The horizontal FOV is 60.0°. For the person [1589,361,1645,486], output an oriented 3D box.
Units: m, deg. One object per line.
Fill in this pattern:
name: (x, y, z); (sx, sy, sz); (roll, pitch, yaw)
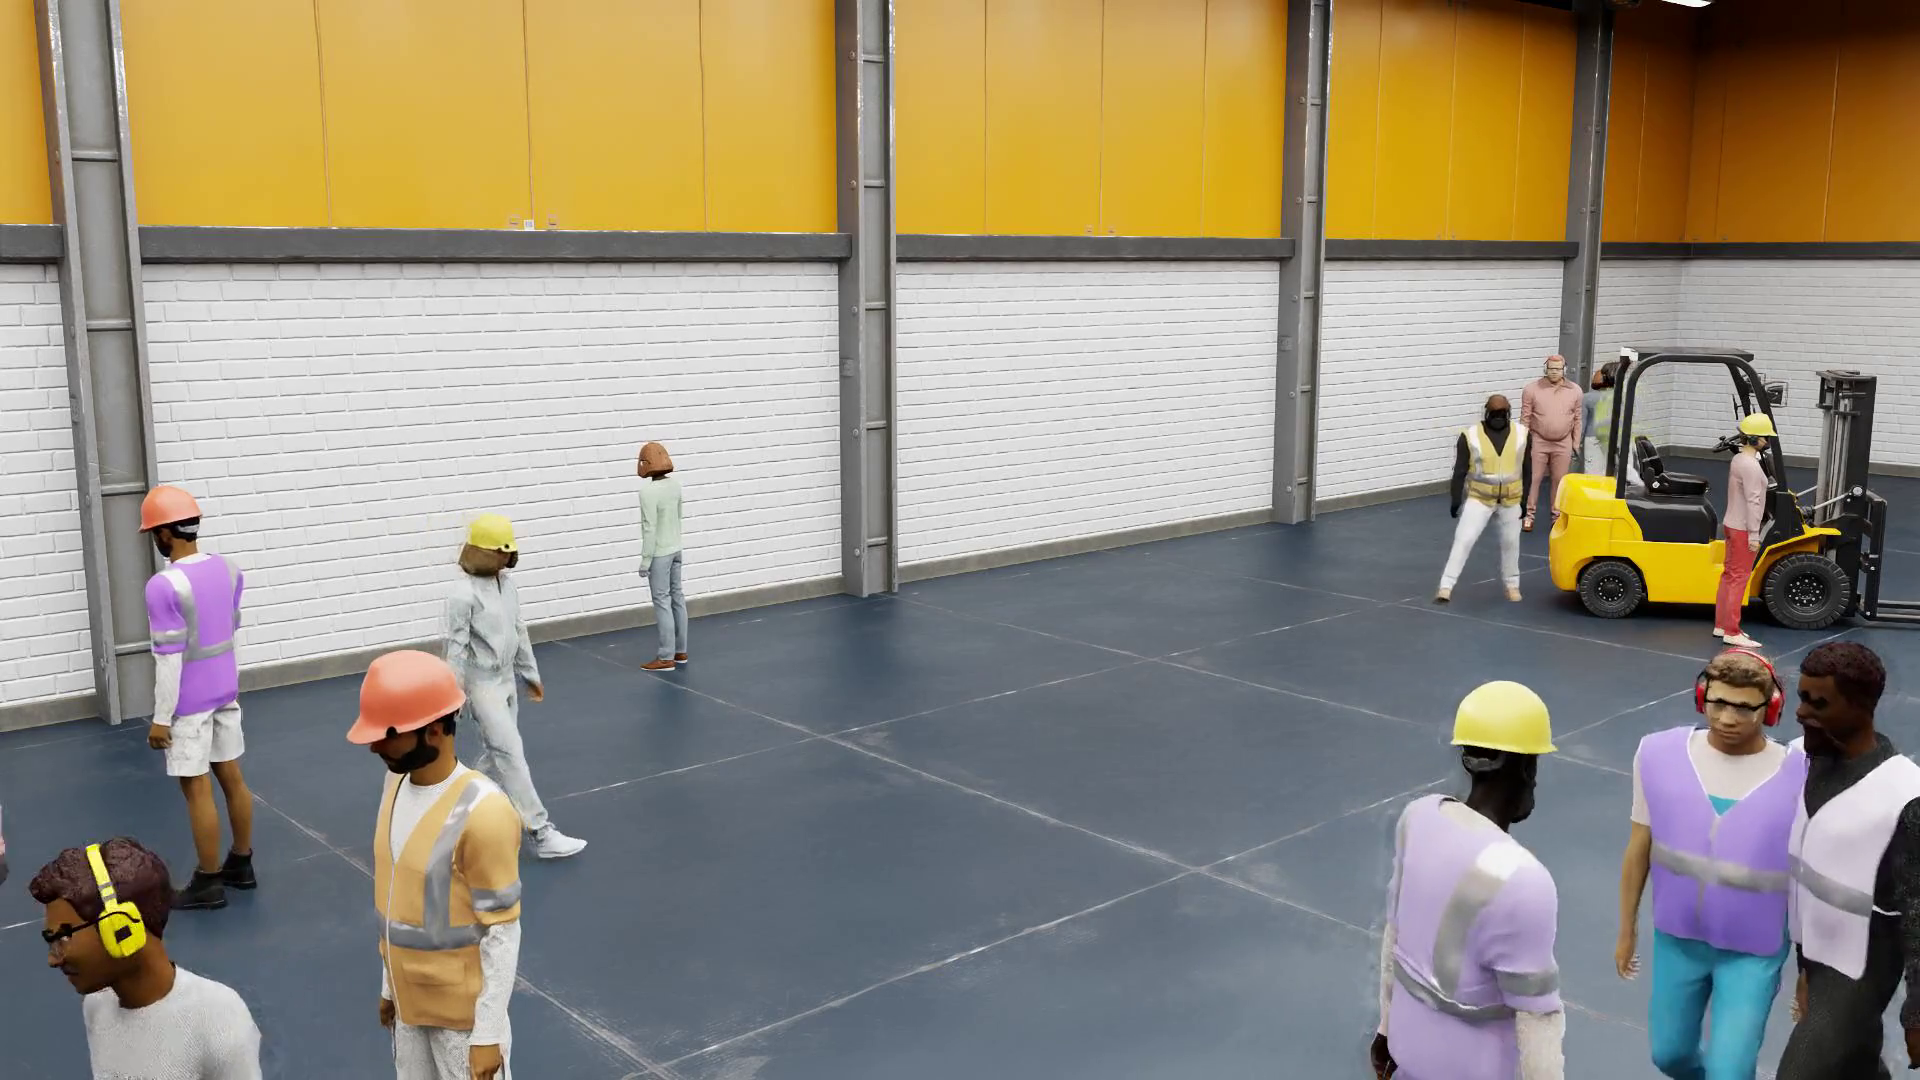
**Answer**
person: (7.370, -1.106, 18.591); (0.942, 1.783, 0.653); (0, 10, -1)

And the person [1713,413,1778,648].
person: (5.965, -0.079, 12.605); (0.320, 1.767, 0.534); (2, 10, 11)

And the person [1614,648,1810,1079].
person: (2.304, 1.195, 5.021); (0.572, 1.821, 0.748); (8, 12, 38)

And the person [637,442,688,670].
person: (-2.133, 0.117, 11.850); (0.285, 1.631, 0.501); (3, 10, 19)

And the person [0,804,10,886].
person: (-3.567, 1.072, 5.564); (0.557, 1.869, 0.663); (2, 10, 9)

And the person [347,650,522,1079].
person: (-1.406, 1.230, 4.467); (0.542, 1.928, 0.374); (8, 13, 40)

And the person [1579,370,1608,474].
person: (7.496, -1.189, 19.488); (0.498, 1.633, 0.279); (3, 10, 17)

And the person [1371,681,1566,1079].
person: (1.222, 1.294, 4.163); (0.519, 1.906, 0.583); (0, 10, 0)

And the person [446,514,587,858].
person: (-2.175, 0.720, 8.088); (0.727, 1.698, 0.519); (2, 10, 12)

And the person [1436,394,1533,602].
person: (4.459, -0.351, 14.135); (0.777, 1.805, 0.517); (1, 10, 7)

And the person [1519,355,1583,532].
person: (6.289, -1.020, 17.711); (0.650, 1.904, 0.401); (1, 10, 8)

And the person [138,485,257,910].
person: (-3.482, 0.713, 7.522); (0.400, 1.933, 0.551); (2, 10, 13)

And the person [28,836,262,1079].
person: (-1.471, 1.476, 3.336); (0.660, 1.832, 0.440); (5, 11, 28)

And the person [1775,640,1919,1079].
person: (2.386, 1.206, 4.745); (0.958, 1.869, 0.628); (0, 10, -2)

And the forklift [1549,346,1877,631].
forklift: (6.109, -0.478, 13.691); (2.313, 2.155, 1.214); (3, 10, 16)
